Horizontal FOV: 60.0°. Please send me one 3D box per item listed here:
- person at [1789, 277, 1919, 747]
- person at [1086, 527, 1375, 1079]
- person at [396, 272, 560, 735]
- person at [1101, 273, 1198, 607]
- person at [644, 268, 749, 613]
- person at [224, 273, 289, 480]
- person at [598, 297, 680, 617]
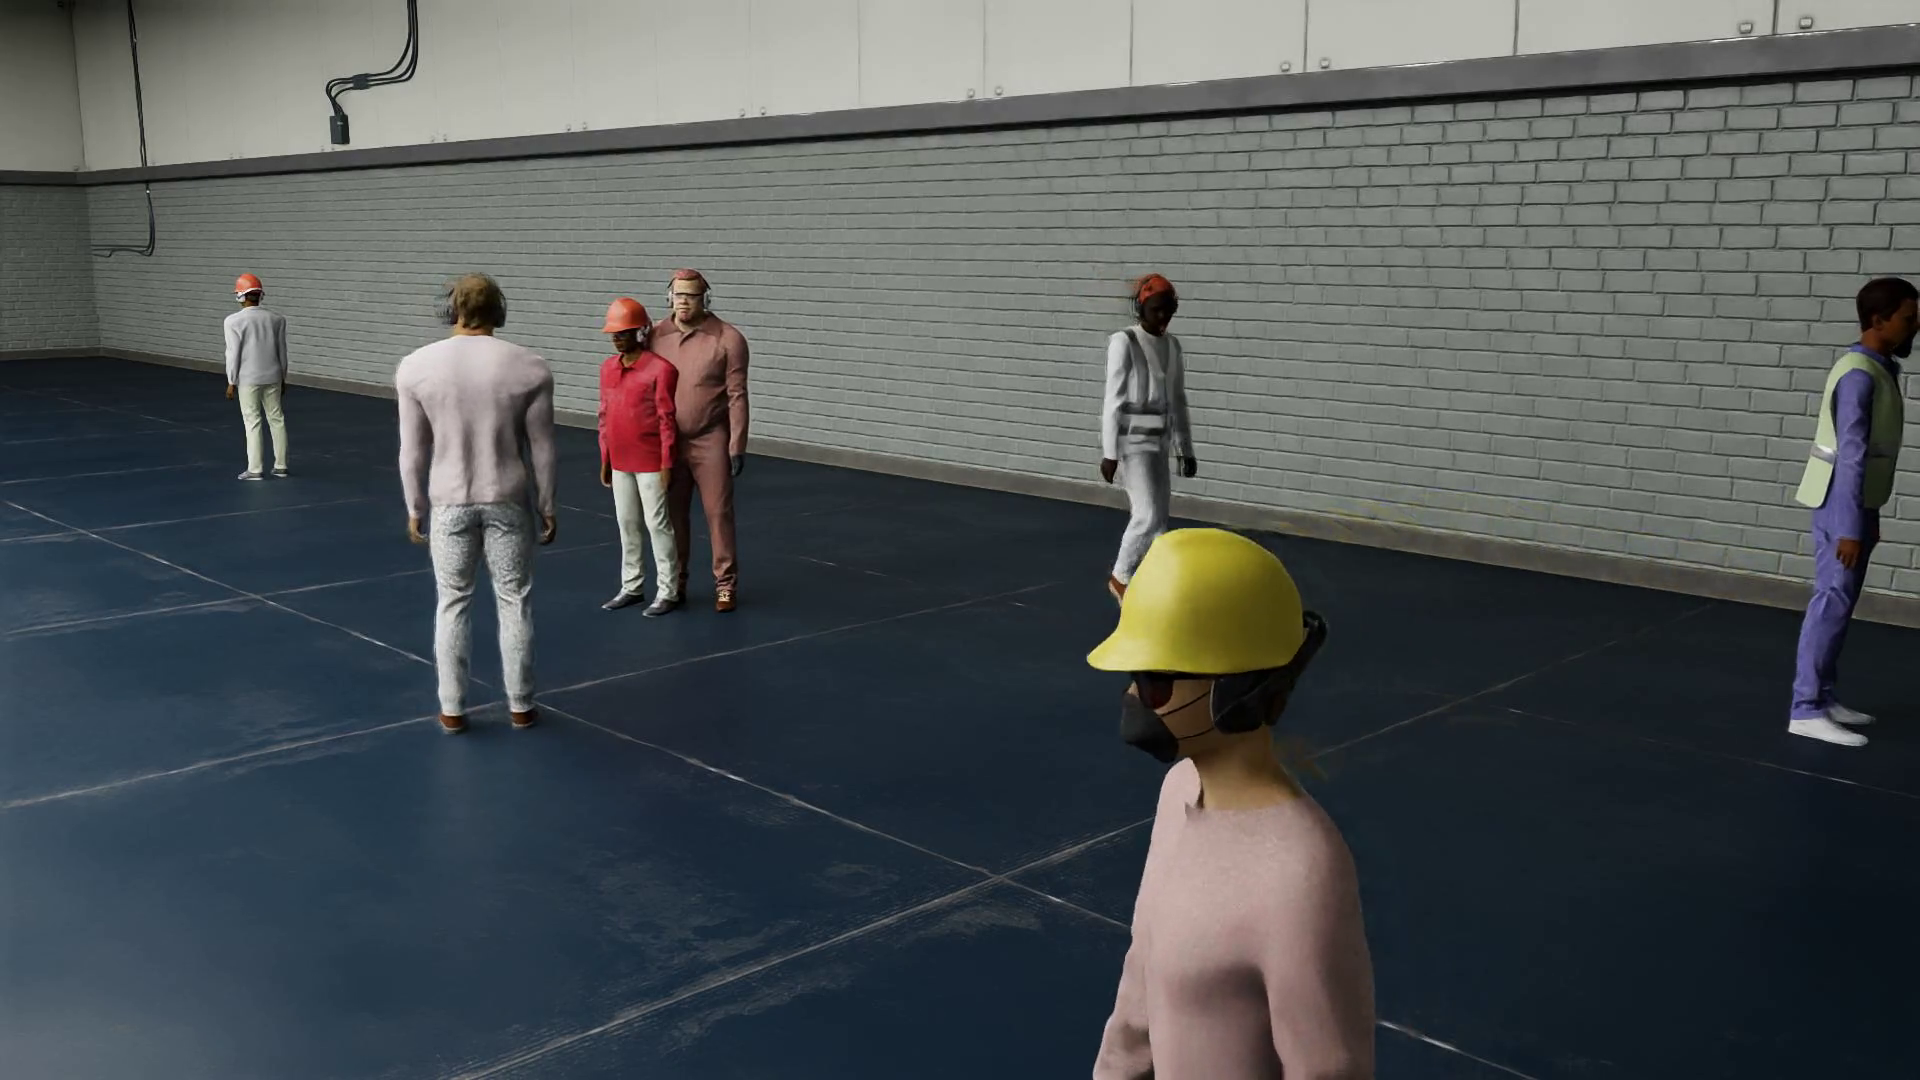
[{"bbox_3d":[3.676,-0.126,6.883,0.378,1.916,0.599,7,12,33],"label":"person"},{"bbox_3d":[0.367,0.835,2.152,0.894,1.724,0.542,-1,10,-5],"label":"person"},{"bbox_3d":[-1.993,-0.143,6.949,0.646,1.929,0.385,-2,11,-11],"label":"person"},{"bbox_3d":[1.014,-0.487,8.952,0.375,1.869,0.674,9,13,39],"label":"person"},{"bbox_3d":[-1.480,-0.537,9.172,0.643,1.901,0.395,2,11,11],"label":"person"},{"bbox_3d":[-6.011,-1.390,14.205,0.327,1.752,0.561,7,13,34],"label":"person"},{"bbox_3d":[-1.779,-0.450,9.113,0.570,1.743,0.351,7,13,34],"label":"person"}]
